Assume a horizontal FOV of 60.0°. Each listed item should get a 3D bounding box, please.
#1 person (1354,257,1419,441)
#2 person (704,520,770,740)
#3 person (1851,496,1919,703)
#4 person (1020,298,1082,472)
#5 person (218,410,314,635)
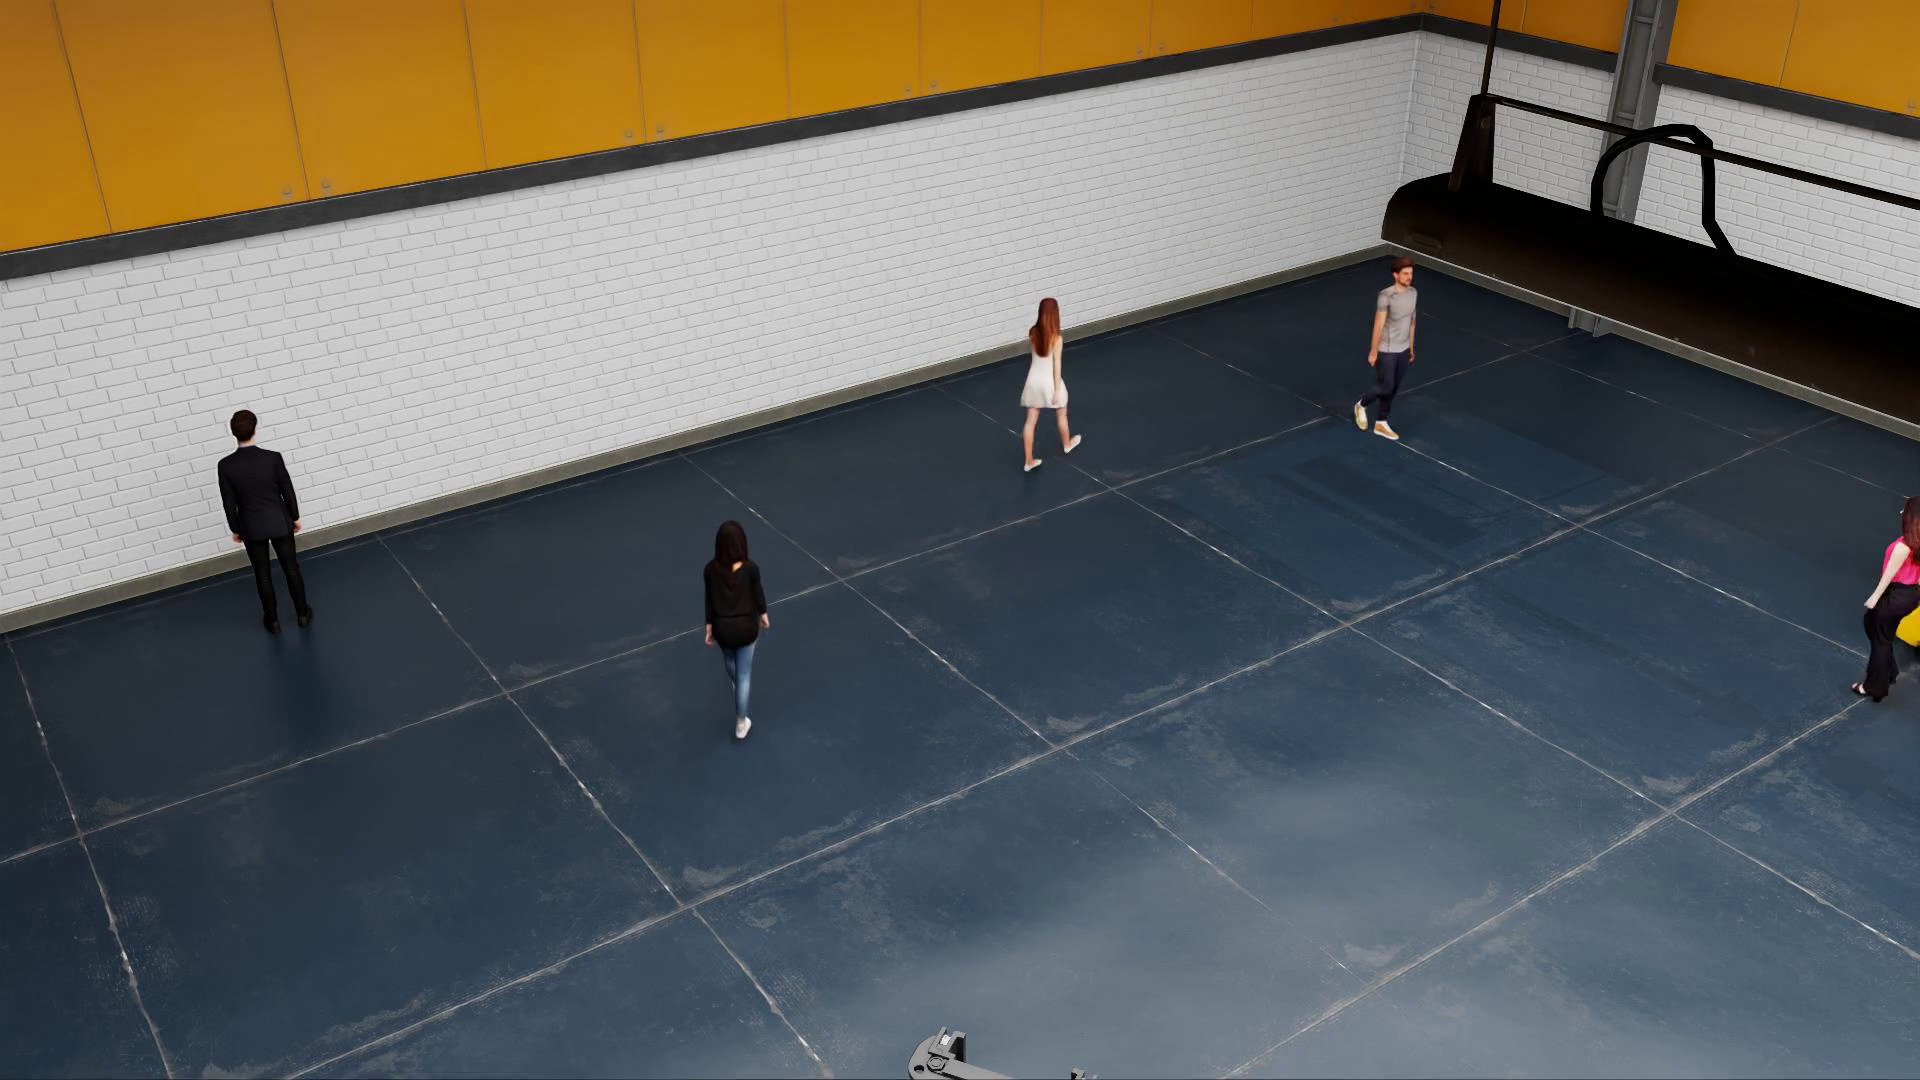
[{"bbox_3d":[4.198,-1.913,16.393,0.633,1.881,0.726,-17,33,-28],"label":"person"},{"bbox_3d":[-1.620,0.668,11.950,0.990,1.605,1.123,1,29,2],"label":"person"},{"bbox_3d":[6.974,0.476,12.254,0.600,1.650,0.612,-22,36,-35],"label":"person"},{"bbox_3d":[0.739,-1.437,15.731,1.019,1.680,0.857,17,33,29],"label":"person"},{"bbox_3d":[-5.486,-0.139,13.128,0.727,1.894,0.660,-13,31,-22],"label":"person"}]
